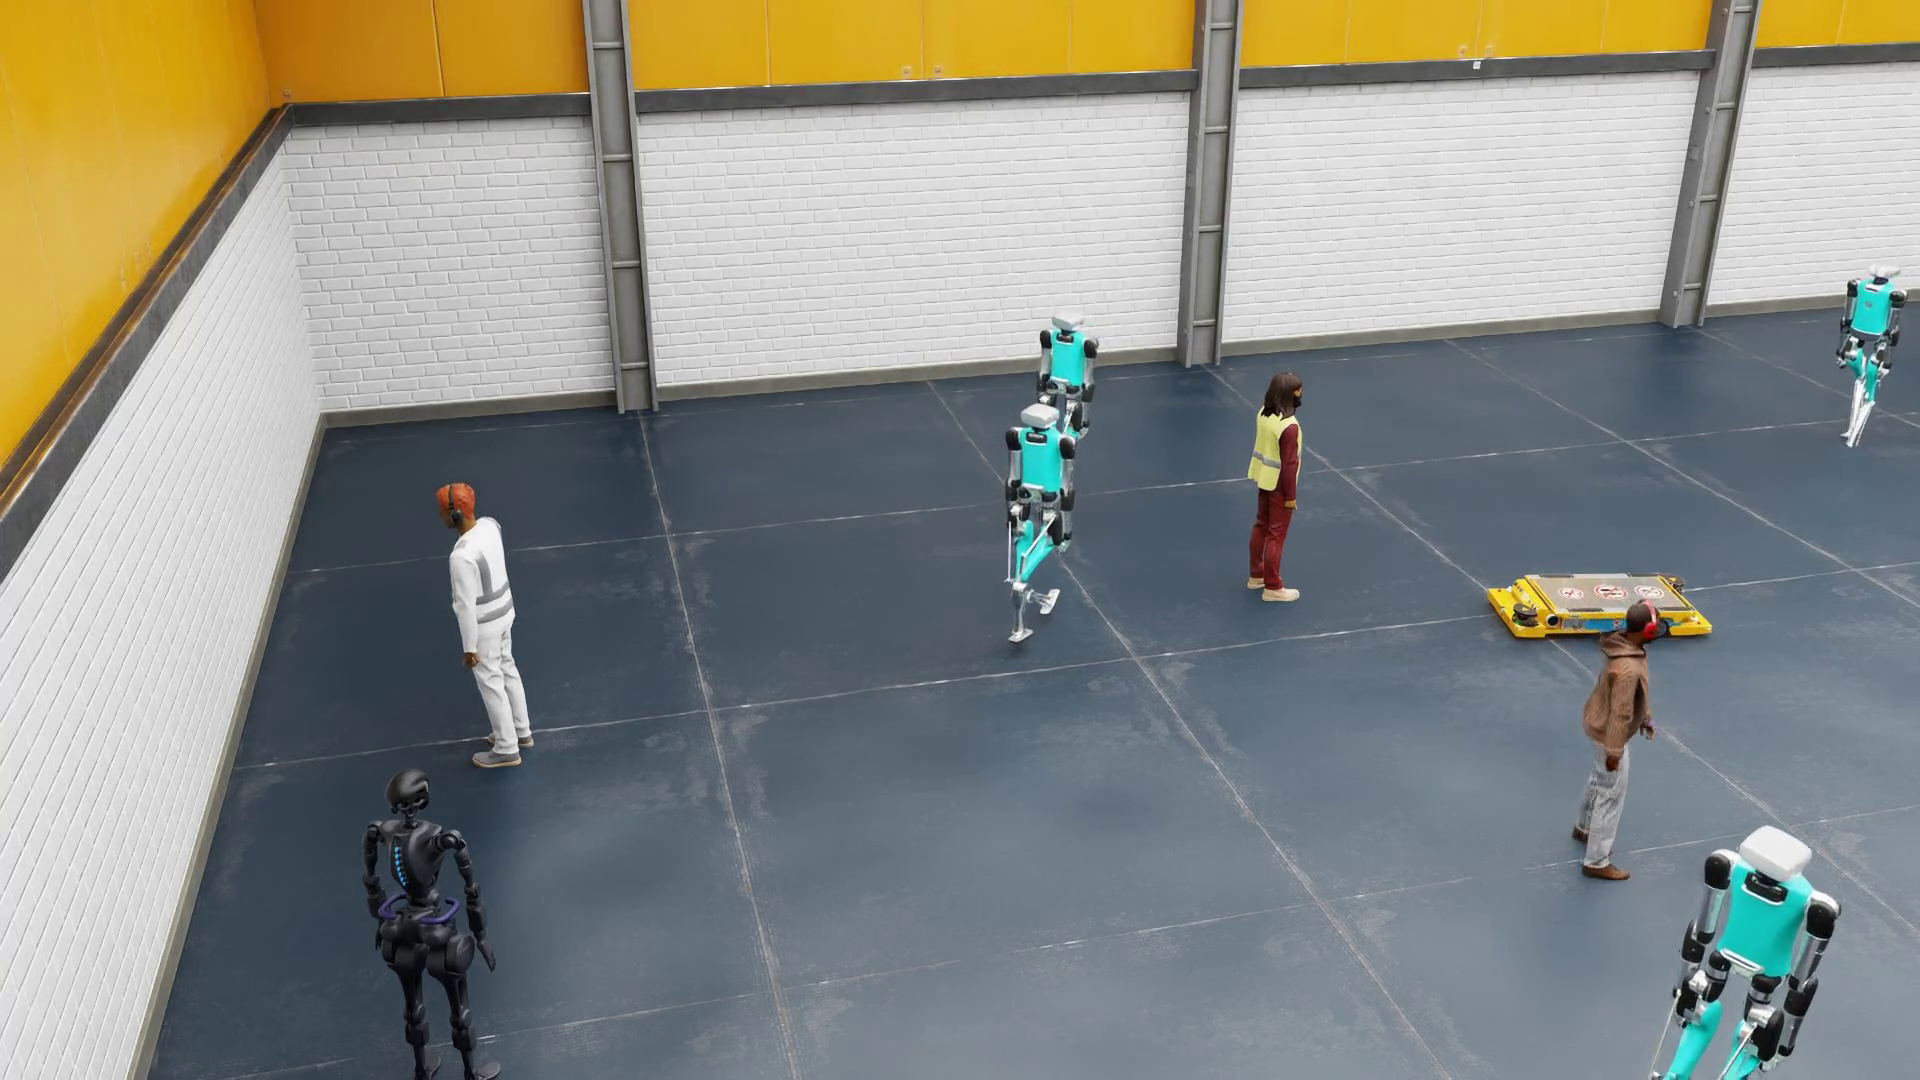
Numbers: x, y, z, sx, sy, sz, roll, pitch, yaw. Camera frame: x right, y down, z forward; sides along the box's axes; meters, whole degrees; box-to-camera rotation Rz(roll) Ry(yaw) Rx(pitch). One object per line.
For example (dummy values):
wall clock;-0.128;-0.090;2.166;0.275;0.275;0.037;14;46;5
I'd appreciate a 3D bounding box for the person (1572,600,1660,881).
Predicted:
person;3.623;1.088;9.188;0.387;1.635;0.481;7;25;15

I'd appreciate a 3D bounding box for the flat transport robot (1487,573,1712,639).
flat transport robot;4.702;0.486;12.255;1.431;0.231;0.659;-1;24;-2

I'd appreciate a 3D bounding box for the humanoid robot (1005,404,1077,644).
humanoid robot;0.475;-0.045;11.672;0.546;1.740;1.040;13;27;27

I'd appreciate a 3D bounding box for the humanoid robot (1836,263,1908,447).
humanoid robot;8.516;-1.714;15.474;0.765;1.811;0.539;-15;28;-31

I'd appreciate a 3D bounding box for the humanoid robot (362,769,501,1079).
humanoid robot;-2.424;1.780;7.554;0.599;1.657;0.315;5;24;11

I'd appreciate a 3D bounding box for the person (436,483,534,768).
person;-2.921;0.522;10.192;0.362;1.876;0.565;3;24;6

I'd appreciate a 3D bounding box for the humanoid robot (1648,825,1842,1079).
humanoid robot;3.058;2.099;6.839;0.877;1.828;0.546;-20;31;-38

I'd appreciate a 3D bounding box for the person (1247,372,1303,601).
person;2.354;-0.398;12.402;0.374;1.768;0.473;-7;25;-16

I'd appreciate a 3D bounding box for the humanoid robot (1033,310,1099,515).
humanoid robot;0.741;-0.928;13.777;0.543;1.868;0.746;17;29;33
